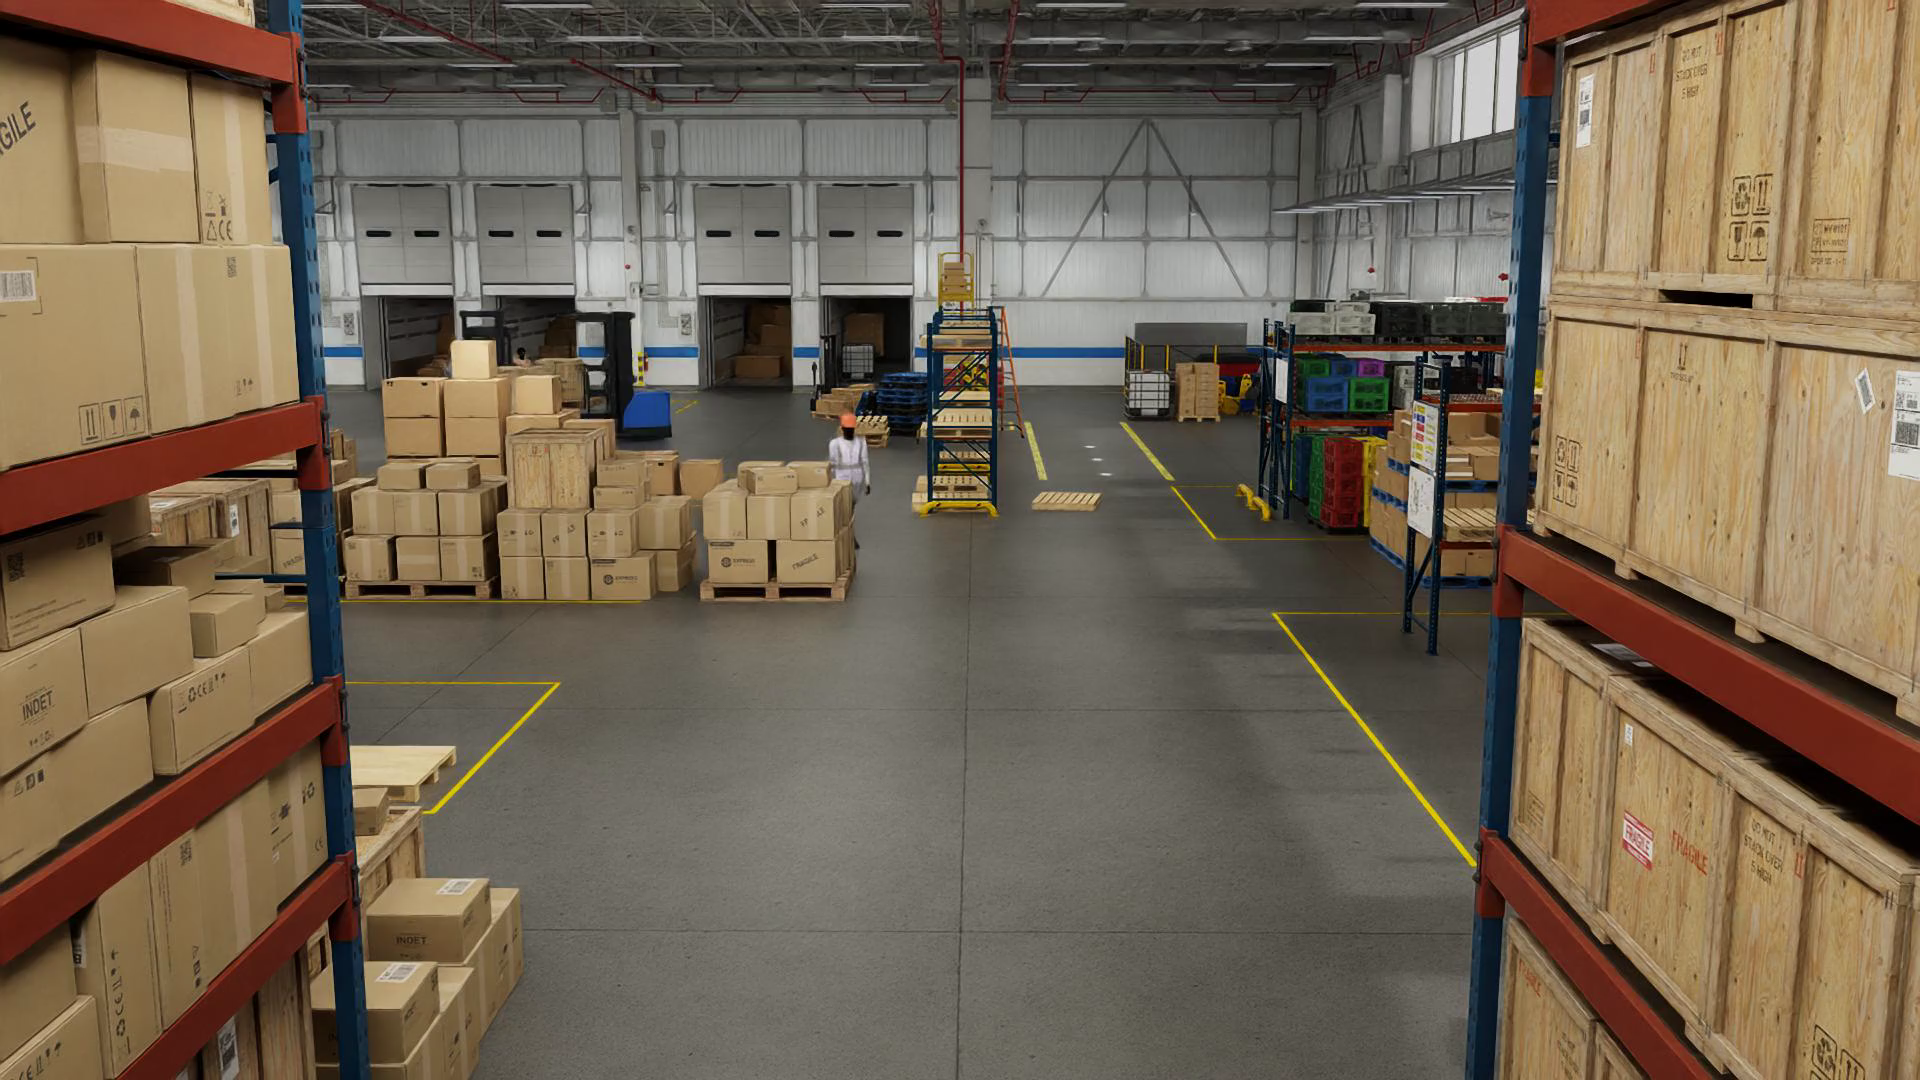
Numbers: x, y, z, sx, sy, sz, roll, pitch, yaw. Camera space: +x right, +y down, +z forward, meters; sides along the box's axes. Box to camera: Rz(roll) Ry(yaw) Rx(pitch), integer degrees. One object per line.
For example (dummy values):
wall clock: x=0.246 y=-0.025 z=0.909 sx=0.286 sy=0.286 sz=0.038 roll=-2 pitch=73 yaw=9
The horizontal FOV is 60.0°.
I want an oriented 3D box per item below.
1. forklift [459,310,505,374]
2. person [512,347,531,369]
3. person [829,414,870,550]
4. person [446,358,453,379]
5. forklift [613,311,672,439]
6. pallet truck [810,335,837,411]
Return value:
forklift: x=-10.776 y=-3.806 z=37.658 sx=1.129 sy=2.768 sz=1.873 roll=0 pitch=10 yaw=1
person: x=-11.261 y=-4.108 z=42.820 sx=0.535 sy=1.697 sz=0.318 roll=-9 pitch=13 yaw=-40
person: x=-1.555 y=-0.843 z=23.443 sx=0.558 sy=1.890 sz=0.977 roll=-3 pitch=10 yaw=-19
person: x=-11.654 y=-3.379 z=38.024 sx=0.575 sy=1.905 sz=0.657 roll=-2 pitch=10 yaw=-9
forklift: x=-7.380 y=-3.629 z=36.642 sx=1.873 sy=2.768 sz=1.129 roll=-3 pitch=10 yaw=-16
pallet truck: x=-3.021 y=-4.312 z=43.126 sx=1.885 sy=1.965 sz=0.823 roll=3 pitch=10 yaw=17
